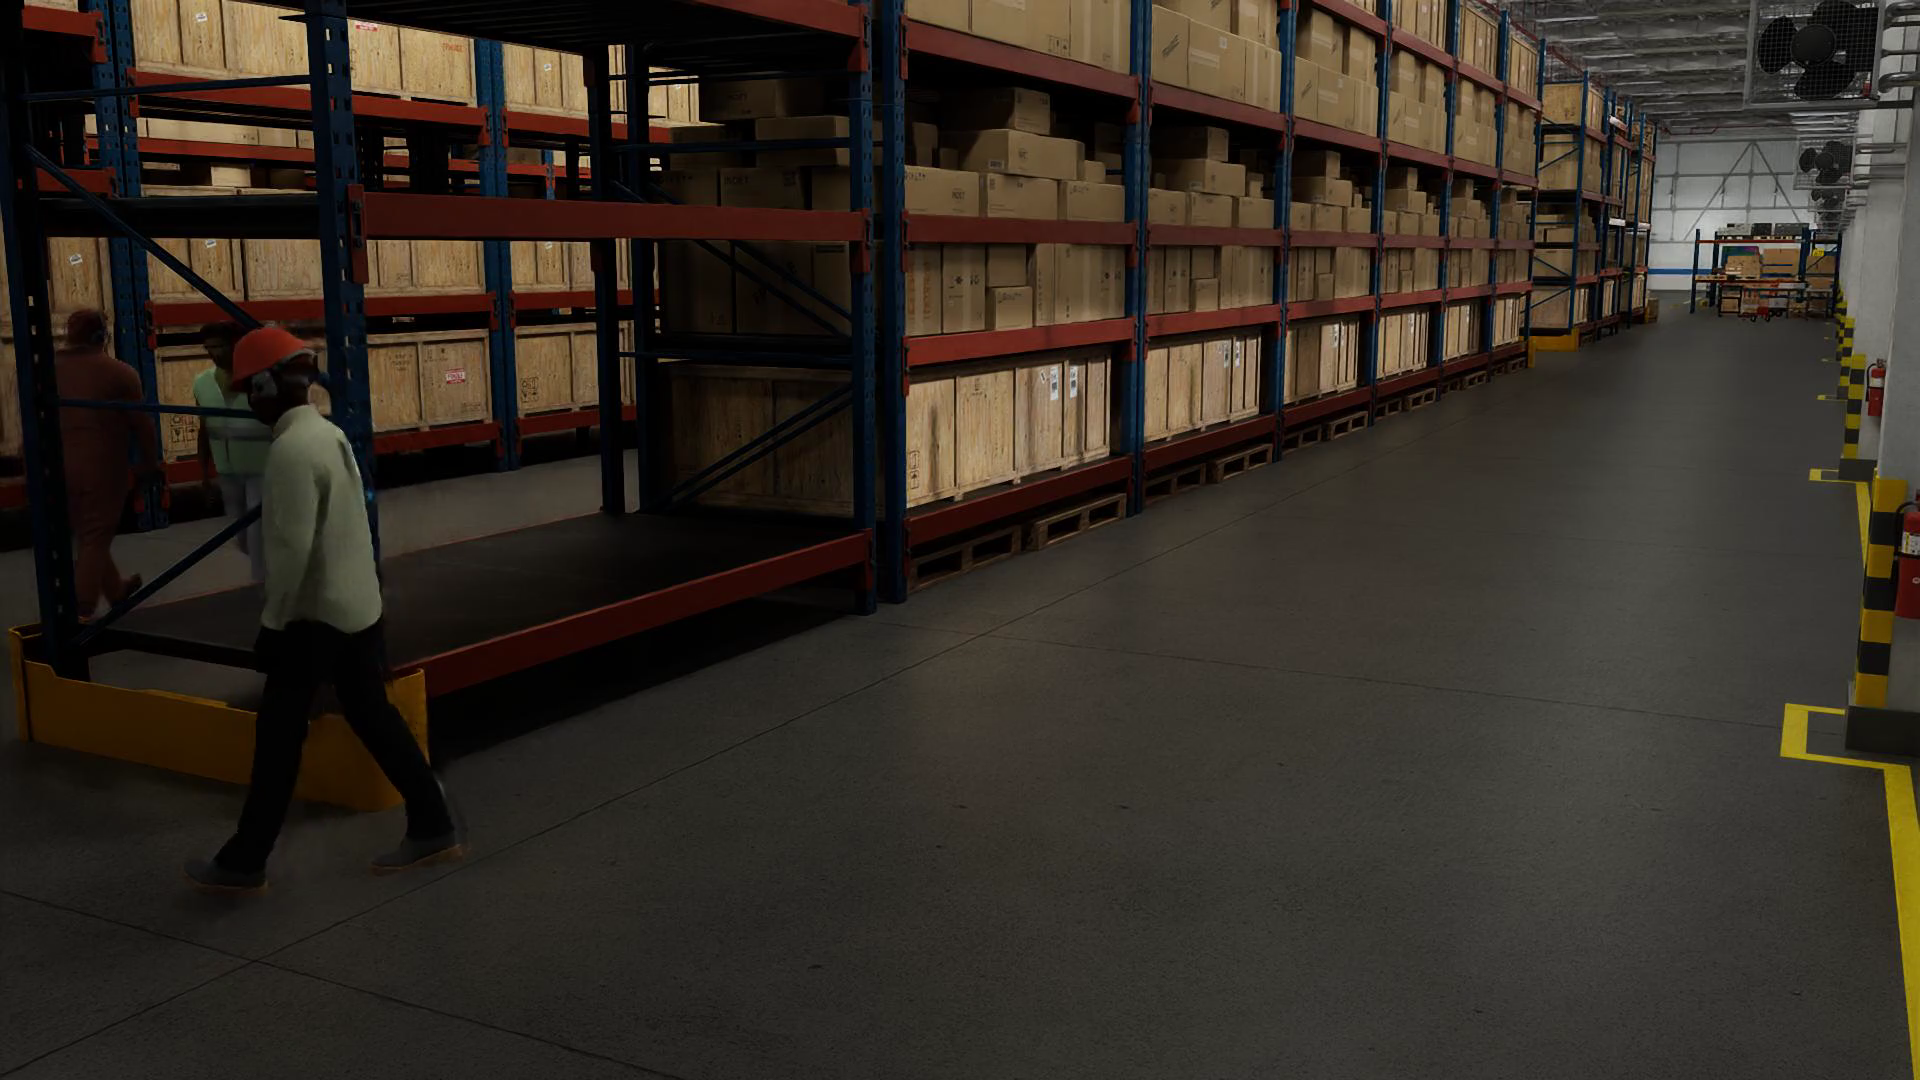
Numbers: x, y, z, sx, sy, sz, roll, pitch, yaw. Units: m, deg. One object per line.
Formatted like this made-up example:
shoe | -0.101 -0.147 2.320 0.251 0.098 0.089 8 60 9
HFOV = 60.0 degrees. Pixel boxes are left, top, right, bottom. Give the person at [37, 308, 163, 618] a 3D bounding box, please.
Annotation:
person | -5.011 -0.413 9.712 0.645 1.850 0.995 0 10 3

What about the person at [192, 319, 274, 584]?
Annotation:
person | -4.111 -0.390 9.711 0.605 1.811 0.809 1 10 6

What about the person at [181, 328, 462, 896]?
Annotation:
person | -2.202 0.241 5.726 0.884 1.927 0.630 -1 10 -4
